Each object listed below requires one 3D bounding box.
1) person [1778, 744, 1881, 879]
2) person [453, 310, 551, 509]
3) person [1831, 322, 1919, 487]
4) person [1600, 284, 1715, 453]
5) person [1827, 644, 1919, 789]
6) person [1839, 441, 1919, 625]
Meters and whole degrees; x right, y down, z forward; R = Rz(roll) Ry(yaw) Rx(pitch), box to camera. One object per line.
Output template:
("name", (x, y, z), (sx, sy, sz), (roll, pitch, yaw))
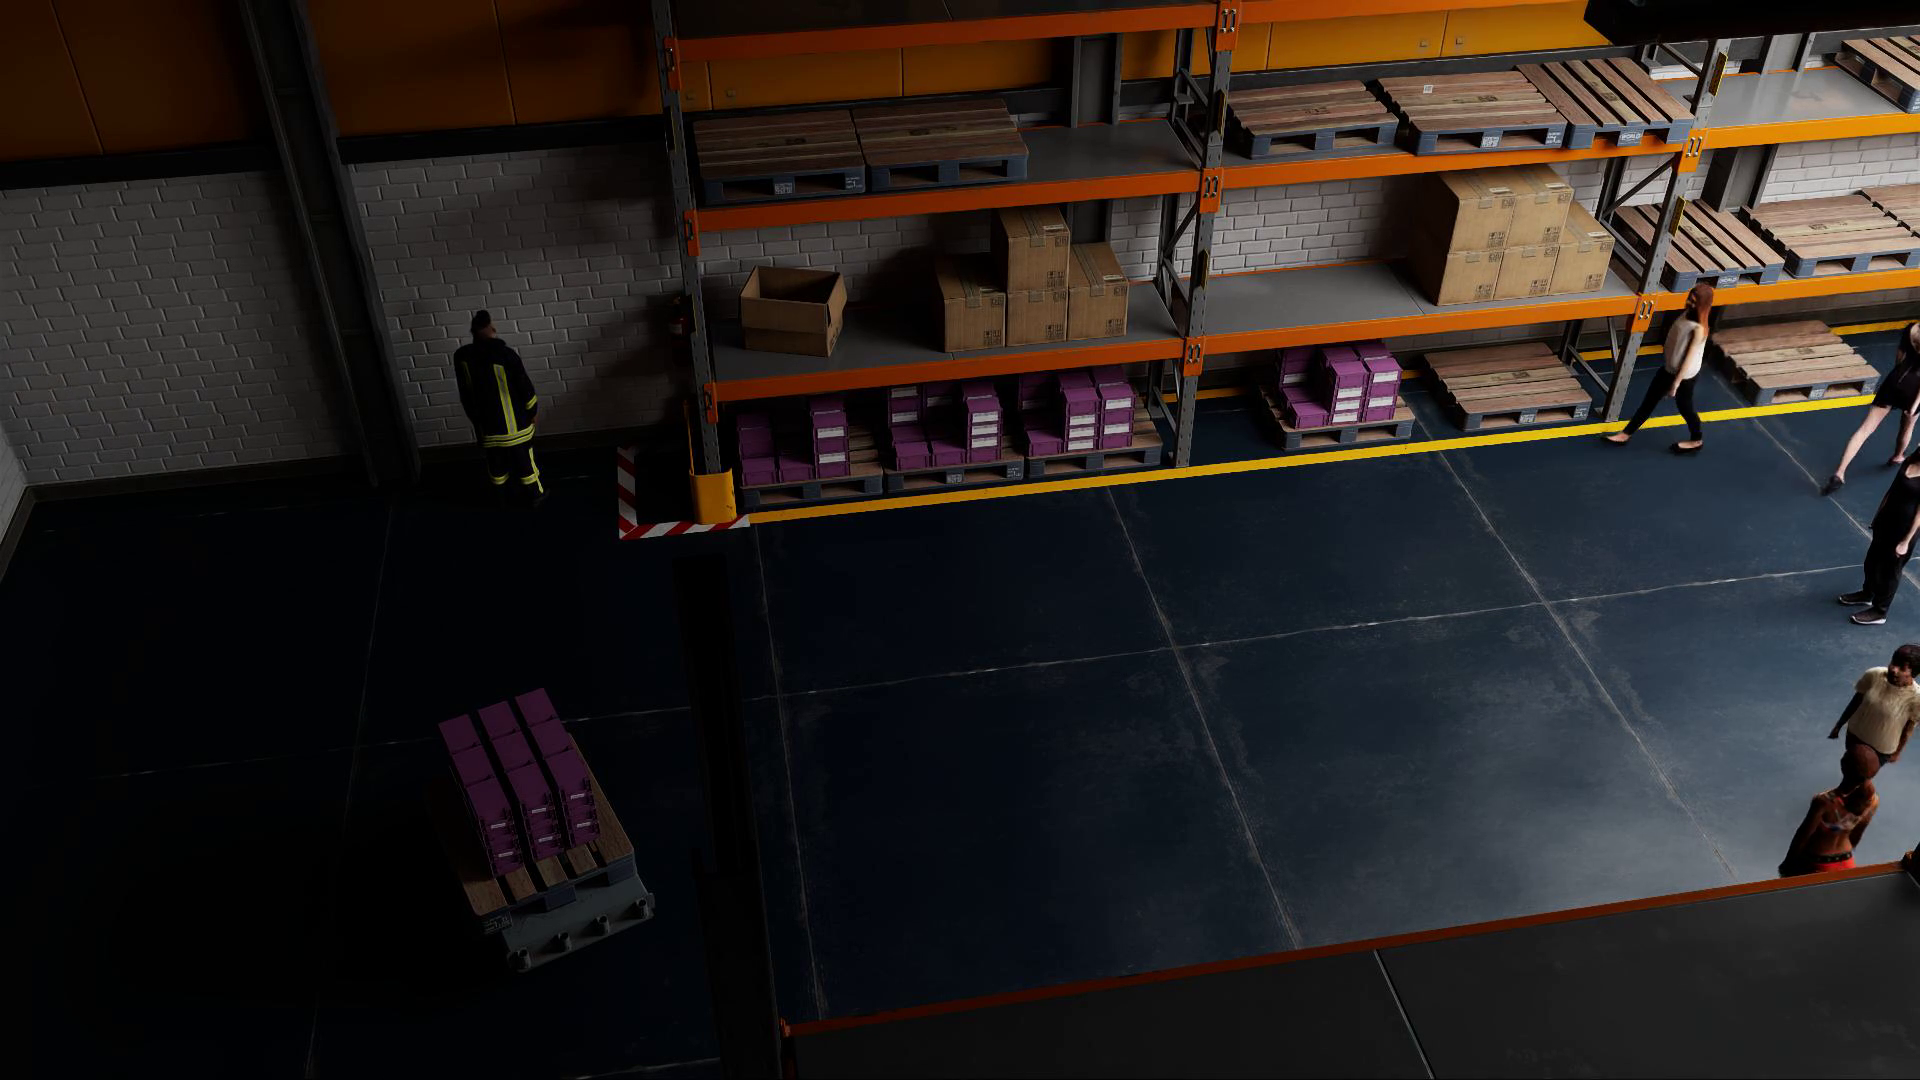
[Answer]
("person", (5.063, 1.942, 9.774), (0.523, 1.777, 0.618), (-7, 39, -9))
("person", (-3.728, -1.062, 13.467), (0.717, 1.864, 0.885), (2, 39, 3))
("person", (7.662, -1.168, 13.669), (1.270, 1.776, 0.893), (-20, 43, -24))
("person", (6.167, -1.391, 14.035), (1.165, 1.669, 0.793), (4, 39, 5))
("person", (5.949, 1.271, 10.801), (1.031, 1.546, 0.764), (-17, 42, -20))
("person", (7.026, -0.118, 12.381), (0.507, 1.744, 0.564), (-5, 39, -6))
